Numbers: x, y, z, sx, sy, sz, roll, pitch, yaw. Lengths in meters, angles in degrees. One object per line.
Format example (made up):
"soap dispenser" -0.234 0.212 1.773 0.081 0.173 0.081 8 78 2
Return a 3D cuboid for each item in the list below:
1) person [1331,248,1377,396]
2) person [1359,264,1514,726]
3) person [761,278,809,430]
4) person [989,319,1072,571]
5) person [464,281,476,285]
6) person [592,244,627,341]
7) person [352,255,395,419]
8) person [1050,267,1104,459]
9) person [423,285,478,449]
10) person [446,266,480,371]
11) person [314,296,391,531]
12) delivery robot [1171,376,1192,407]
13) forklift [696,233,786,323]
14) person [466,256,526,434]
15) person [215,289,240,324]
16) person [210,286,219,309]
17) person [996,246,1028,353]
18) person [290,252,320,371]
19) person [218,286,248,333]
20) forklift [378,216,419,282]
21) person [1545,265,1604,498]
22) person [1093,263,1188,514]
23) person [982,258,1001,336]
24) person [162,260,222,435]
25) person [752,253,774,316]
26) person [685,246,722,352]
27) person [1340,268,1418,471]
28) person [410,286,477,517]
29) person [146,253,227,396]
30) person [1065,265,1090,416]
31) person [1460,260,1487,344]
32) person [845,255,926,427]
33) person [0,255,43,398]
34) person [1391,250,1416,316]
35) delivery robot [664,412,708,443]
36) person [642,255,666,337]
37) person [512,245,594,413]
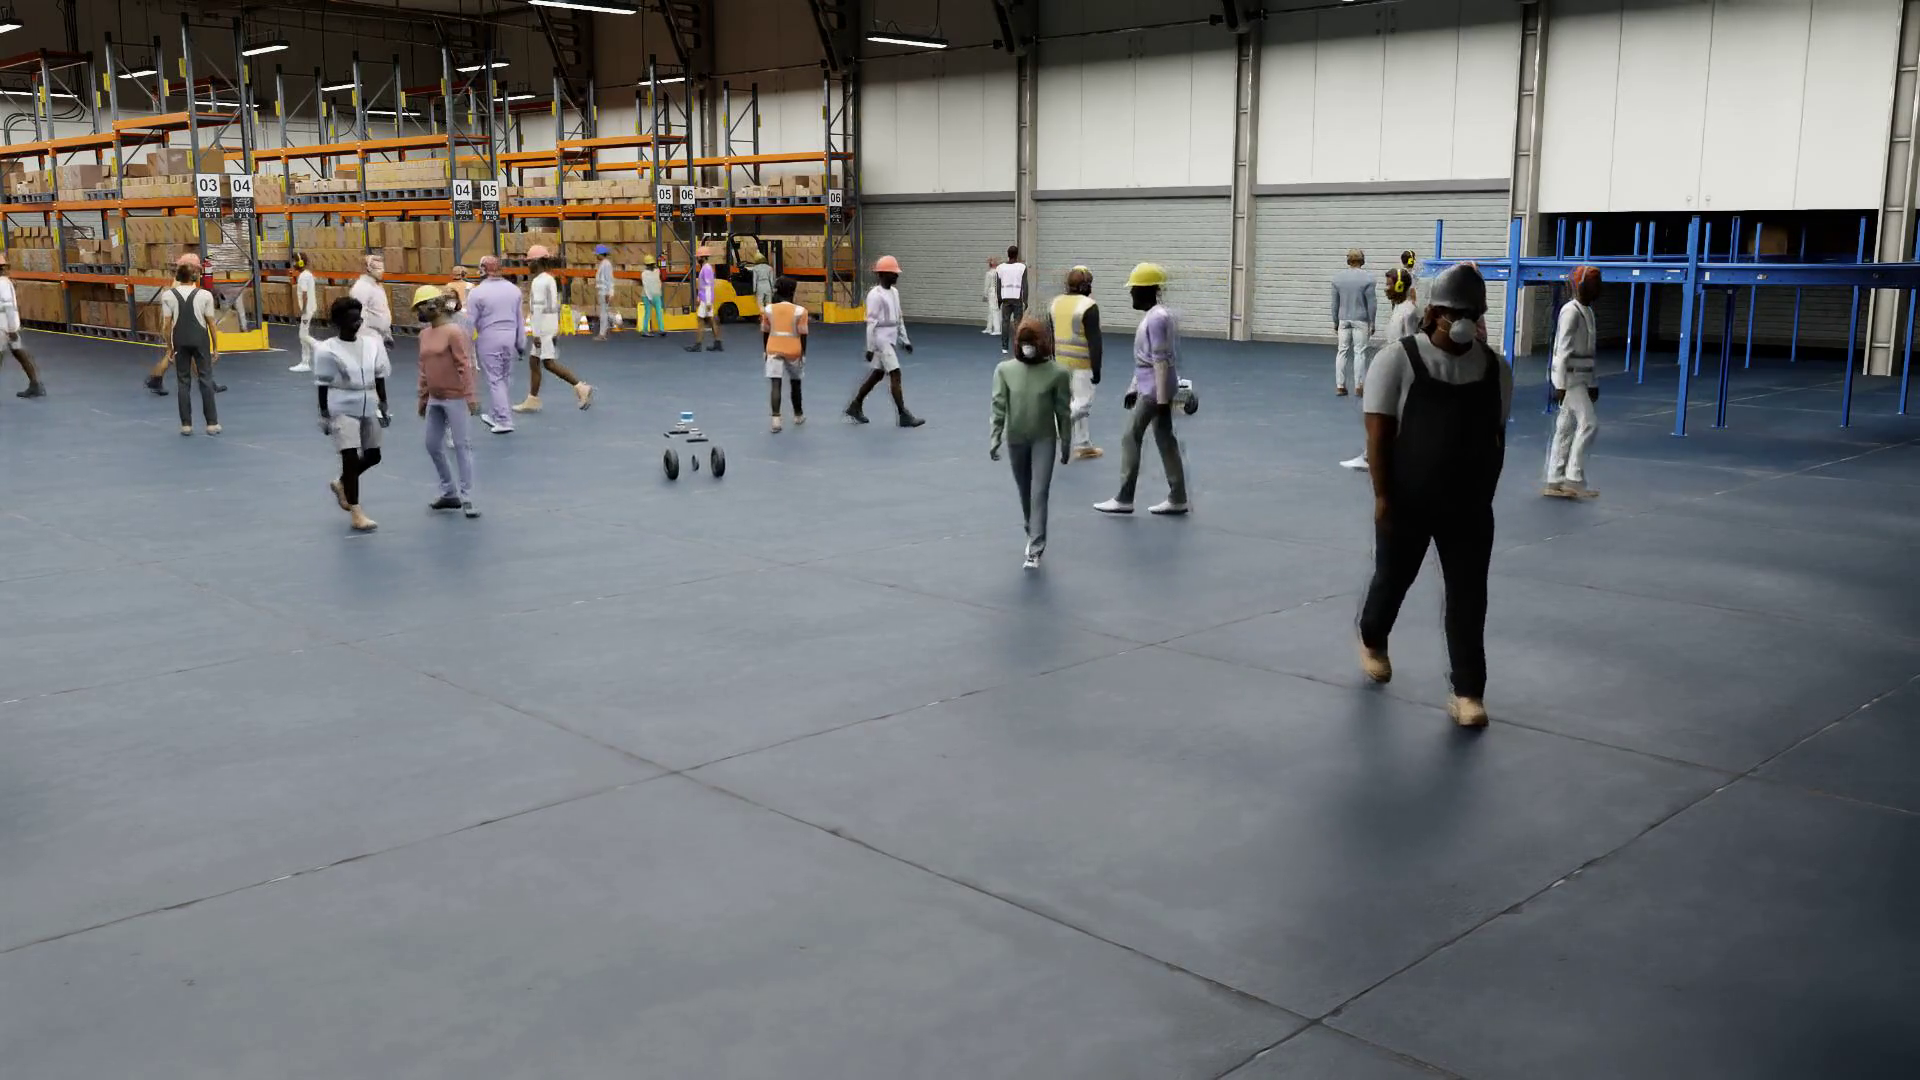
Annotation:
"person" 5.216 -2.883 22.029 0.630 1.940 0.372 7 13 35
"person" 2.128 -0.248 7.498 0.679 2.000 1.005 0 10 -1
"person" -1.914 -2.043 18.230 0.538 1.651 0.864 1 10 4
"person" 0.457 -0.629 10.708 0.503 1.579 0.887 3 11 13
"person" -12.355 -6.382 41.425 0.403 1.823 0.610 9 14 40
"person" -7.111 -4.994 33.577 0.659 1.930 0.618 -4 11 -23
"person" -6.732 -2.323 19.119 0.422 1.884 0.667 -2 11 -9
"person" 1.063 -1.650 15.652 0.758 1.818 0.629 -7 13 -34
"person" -5.043 -1.709 16.498 0.498 1.618 0.351 -10 14 -42
"person" -7.762 -3.445 25.915 0.514 1.637 0.314 0 10 0
"person" -4.465 -0.936 12.104 0.638 1.680 0.549 7 12 33
"delivery robot" 2.466 -1.838 19.955 0.477 0.478 0.707 -5 12 -26
"forklift" -5.496 -6.489 41.108 2.313 2.155 1.214 -10 14 -44
"person" -5.084 -2.100 17.912 0.804 1.873 0.675 8 13 38
"person" -16.578 -5.710 37.381 1.091 1.956 0.677 6 12 29
"person" -16.438 -5.500 36.403 0.406 1.928 0.606 -5 12 -27
"person" 0.942 -4.334 30.005 0.591 1.916 0.392 3 11 16
"person" -10.180 -3.570 26.017 0.632 1.849 0.553 -3 11 -14
"person" -15.814 -5.376 36.032 0.951 1.792 0.632 8 13 35
"forklift" -17.868 -9.201 54.028 1.873 2.768 1.129 -10 14 -44
"person" 5.037 -1.262 13.375 0.593 1.866 0.615 7 12 32
"person" 1.373 -1.135 12.617 0.841 1.897 0.604 2 11 10
"person" 0.615 -5.154 35.256 0.674 1.614 0.540 7 12 32
"person" -8.193 -2.051 17.749 0.516 1.842 0.328 -3 11 -16
"person" -4.552 -5.828 38.718 0.524 1.701 0.602 -5 12 -27
"person" -4.695 -4.408 30.445 0.583 1.931 0.552 -1 10 -4
"person" 3.958 -1.529 15.015 0.911 1.819 0.514 1 10 8
"person" -3.890 -1.053 12.648 0.628 1.726 0.288 7 13 35
"person" -10.445 -2.888 22.252 0.981 1.881 0.560 -9 14 -40
"person" 1.350 -2.309 19.380 0.325 1.764 0.523 6 12 30
"person" 4.764 -1.745 15.994 0.660 1.882 0.653 1 10 5
"person" -0.883 -2.226 18.599 0.992 1.900 0.565 4 11 19
"person" -12.472 -2.767 21.521 0.985 1.883 0.575 -5 12 -27
"person" 7.138 -3.707 26.723 0.309 1.864 0.535 -6 12 -28
"delivery robot" -2.423 -1.020 14.794 0.335 0.223 0.698 -4 11 -23
"person" -6.379 -5.062 34.541 0.561 1.709 0.800 -10 14 -44
"person" -4.897 -2.525 19.941 0.939 2.001 0.628 0 10 -2
